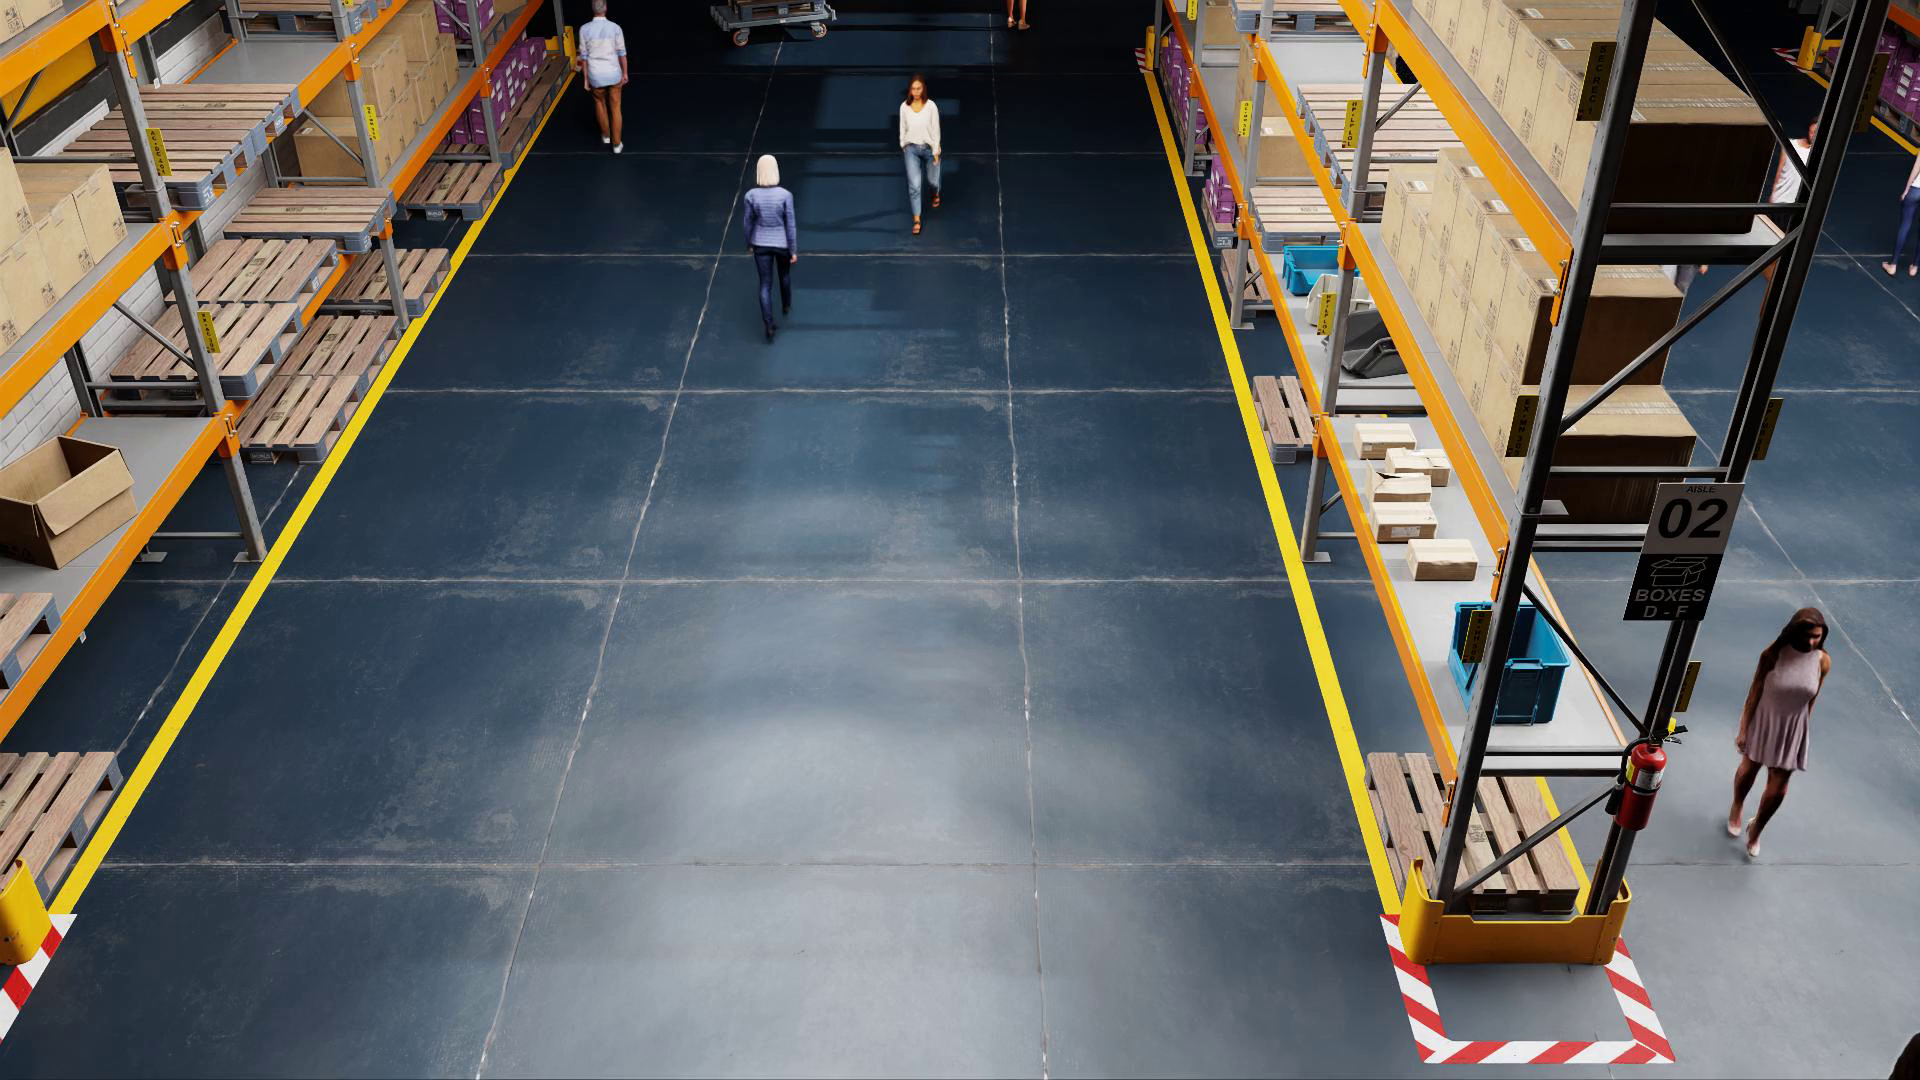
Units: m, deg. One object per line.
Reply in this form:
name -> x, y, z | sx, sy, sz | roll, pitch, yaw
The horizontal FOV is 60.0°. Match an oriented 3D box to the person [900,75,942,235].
person -> -0.383, -4.176, 17.831 | 0.743, 1.658, 1.052 | 6, 34, 9

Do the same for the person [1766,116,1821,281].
person -> 8.407, -3.454, 16.731 | 0.766, 1.674, 0.857 | 9, 35, 13

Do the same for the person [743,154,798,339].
person -> -1.779, -2.721, 15.602 | 0.665, 1.702, 1.070 | 1, 34, 1

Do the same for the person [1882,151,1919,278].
person -> 9.727, -3.505, 16.749 | 0.632, 1.738, 0.610 | 9, 35, 13

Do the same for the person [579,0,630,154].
person -> -4.192, -5.456, 19.623 | 0.750, 1.807, 0.824 | -4, 34, -6

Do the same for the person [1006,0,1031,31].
person -> 0.830, -8.199, 23.860 | 0.646, 1.684, 0.688 | 24, 41, 32

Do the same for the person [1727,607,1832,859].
person -> 4.788, 1.072, 9.851 | 0.682, 1.753, 0.776 | 12, 35, 17
